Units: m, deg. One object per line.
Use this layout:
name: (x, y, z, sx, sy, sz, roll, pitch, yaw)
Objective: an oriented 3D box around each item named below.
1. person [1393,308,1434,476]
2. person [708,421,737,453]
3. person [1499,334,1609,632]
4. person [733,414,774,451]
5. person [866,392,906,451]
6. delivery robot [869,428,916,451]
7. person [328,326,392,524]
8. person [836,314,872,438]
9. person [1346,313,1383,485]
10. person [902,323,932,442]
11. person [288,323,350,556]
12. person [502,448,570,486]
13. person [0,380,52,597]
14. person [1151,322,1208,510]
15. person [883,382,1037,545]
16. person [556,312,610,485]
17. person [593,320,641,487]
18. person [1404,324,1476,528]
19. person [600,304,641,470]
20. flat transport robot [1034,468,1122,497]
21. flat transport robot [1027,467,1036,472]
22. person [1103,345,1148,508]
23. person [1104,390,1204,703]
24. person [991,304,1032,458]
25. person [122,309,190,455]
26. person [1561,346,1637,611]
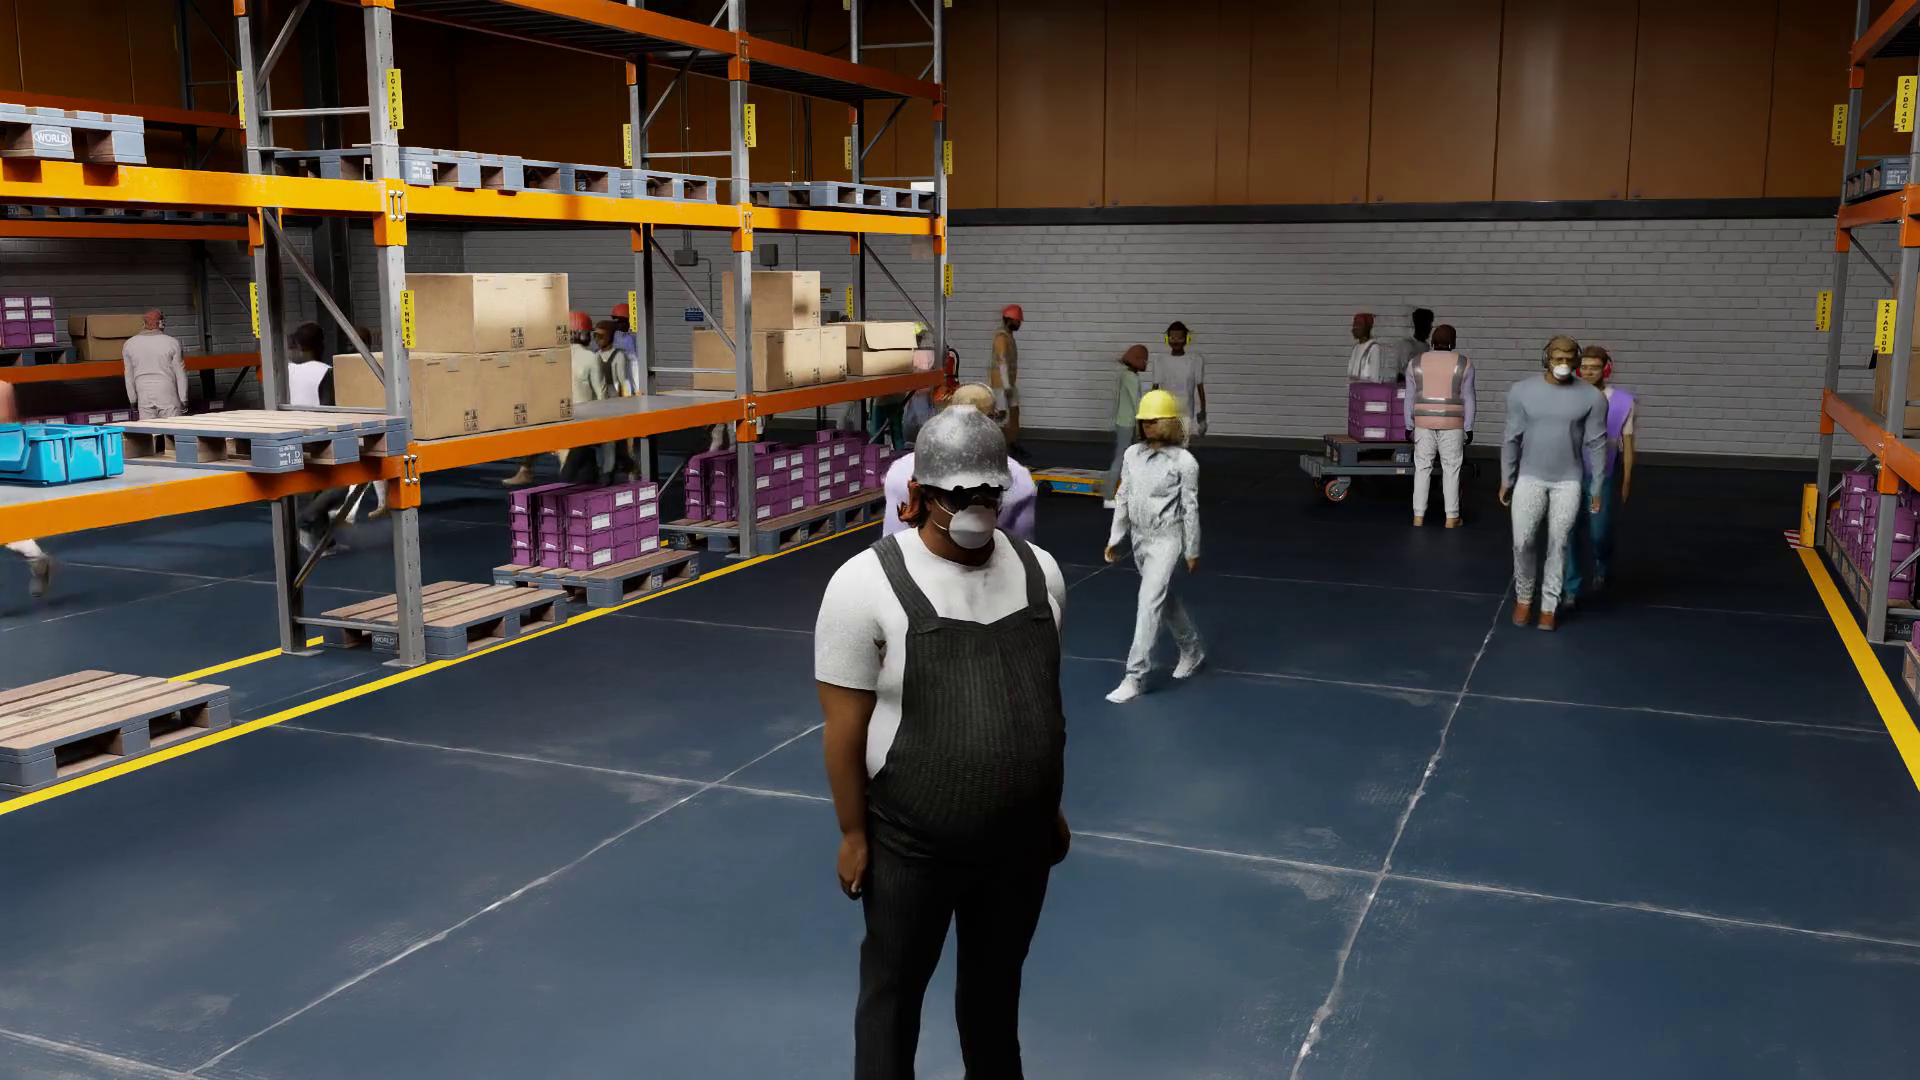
person: (5.067, -1.617, 18.481, 0.986, 1.902, 0.739, 5, 11, 30)
person: (-2.471, -1.317, 17.509, 0.565, 1.611, 0.640, 6, 11, 30)
person: (3.833, -0.359, 10.747, 0.662, 1.928, 0.464, 3, 10, 19)
person: (-2.106, -1.421, 16.855, 0.607, 2.040, 0.378, 8, 12, 40)
person: (-0.812, -1.432, 17.785, 0.533, 1.760, 0.342, -7, 12, -36)
delivery robot: (-0.829, -0.998, 18.497, 0.707, 0.478, 0.477, 8, 12, 40)
person: (-5.613, -1.060, 15.393, 0.632, 1.803, 0.914, 7, 12, 38)
person: (-1.247, -1.799, 19.857, 0.928, 1.815, 0.603, -4, 10, -24)
person: (4.425, -1.523, 18.013, 0.650, 1.870, 0.581, -2, 10, -10)
person: (-0.548, -1.675, 19.400, 0.959, 1.705, 0.530, 2, 10, 11)
person: (-5.223, -0.793, 13.435, 0.622, 1.905, 0.552, 6, 11, 31)
person: (-4.600, -1.607, 18.035, 0.764, 2.028, 0.619, -5, 11, -29)
person: (-6.520, -0.443, 11.182, 0.615, 1.964, 0.706, 1, 9, 3)
person: (2.044, -1.153, 15.851, 0.554, 1.825, 0.947, 3, 10, 19)
person: (-0.005, 0.315, 6.781, 0.661, 1.893, 0.522, -1, 9, -9)
person: (-3.537, -1.125, 15.379, 0.607, 1.950, 1.037, 7, 12, 36)
person: (-3.563, -1.348, 17.077, 0.510, 1.826, 0.738, 6, 11, 34)
person: (4.354, -1.032, 15.098, 0.633, 1.842, 0.429, 4, 10, 25)
person: (-3.907, -1.769, 19.306, 0.543, 1.927, 0.375, 6, 11, 34)
flat transport robot: (1.309, -0.587, 17.148, 1.431, 0.197, 0.652, 6, 11, 33)
flat transport robot: (0.102, -0.720, 17.952, 1.431, 0.197, 0.652, 8, 13, 41)
person: (1.730, -1.095, 16.191, 0.706, 1.603, 0.514, 0, 9, -1)
person: (1.130, 0.003, 9.255, 0.924, 1.700, 0.482, -8, 12, -40)
person: (0.488, -1.947, 20.452, 0.746, 1.911, 0.551, 4, 10, 21)
person: (-8.678, -1.548, 18.039, 0.652, 1.904, 0.402, 0, 9, -2)
person: (4.376, -0.440, 11.563, 0.571, 1.827, 0.636, 5, 11, 30)
